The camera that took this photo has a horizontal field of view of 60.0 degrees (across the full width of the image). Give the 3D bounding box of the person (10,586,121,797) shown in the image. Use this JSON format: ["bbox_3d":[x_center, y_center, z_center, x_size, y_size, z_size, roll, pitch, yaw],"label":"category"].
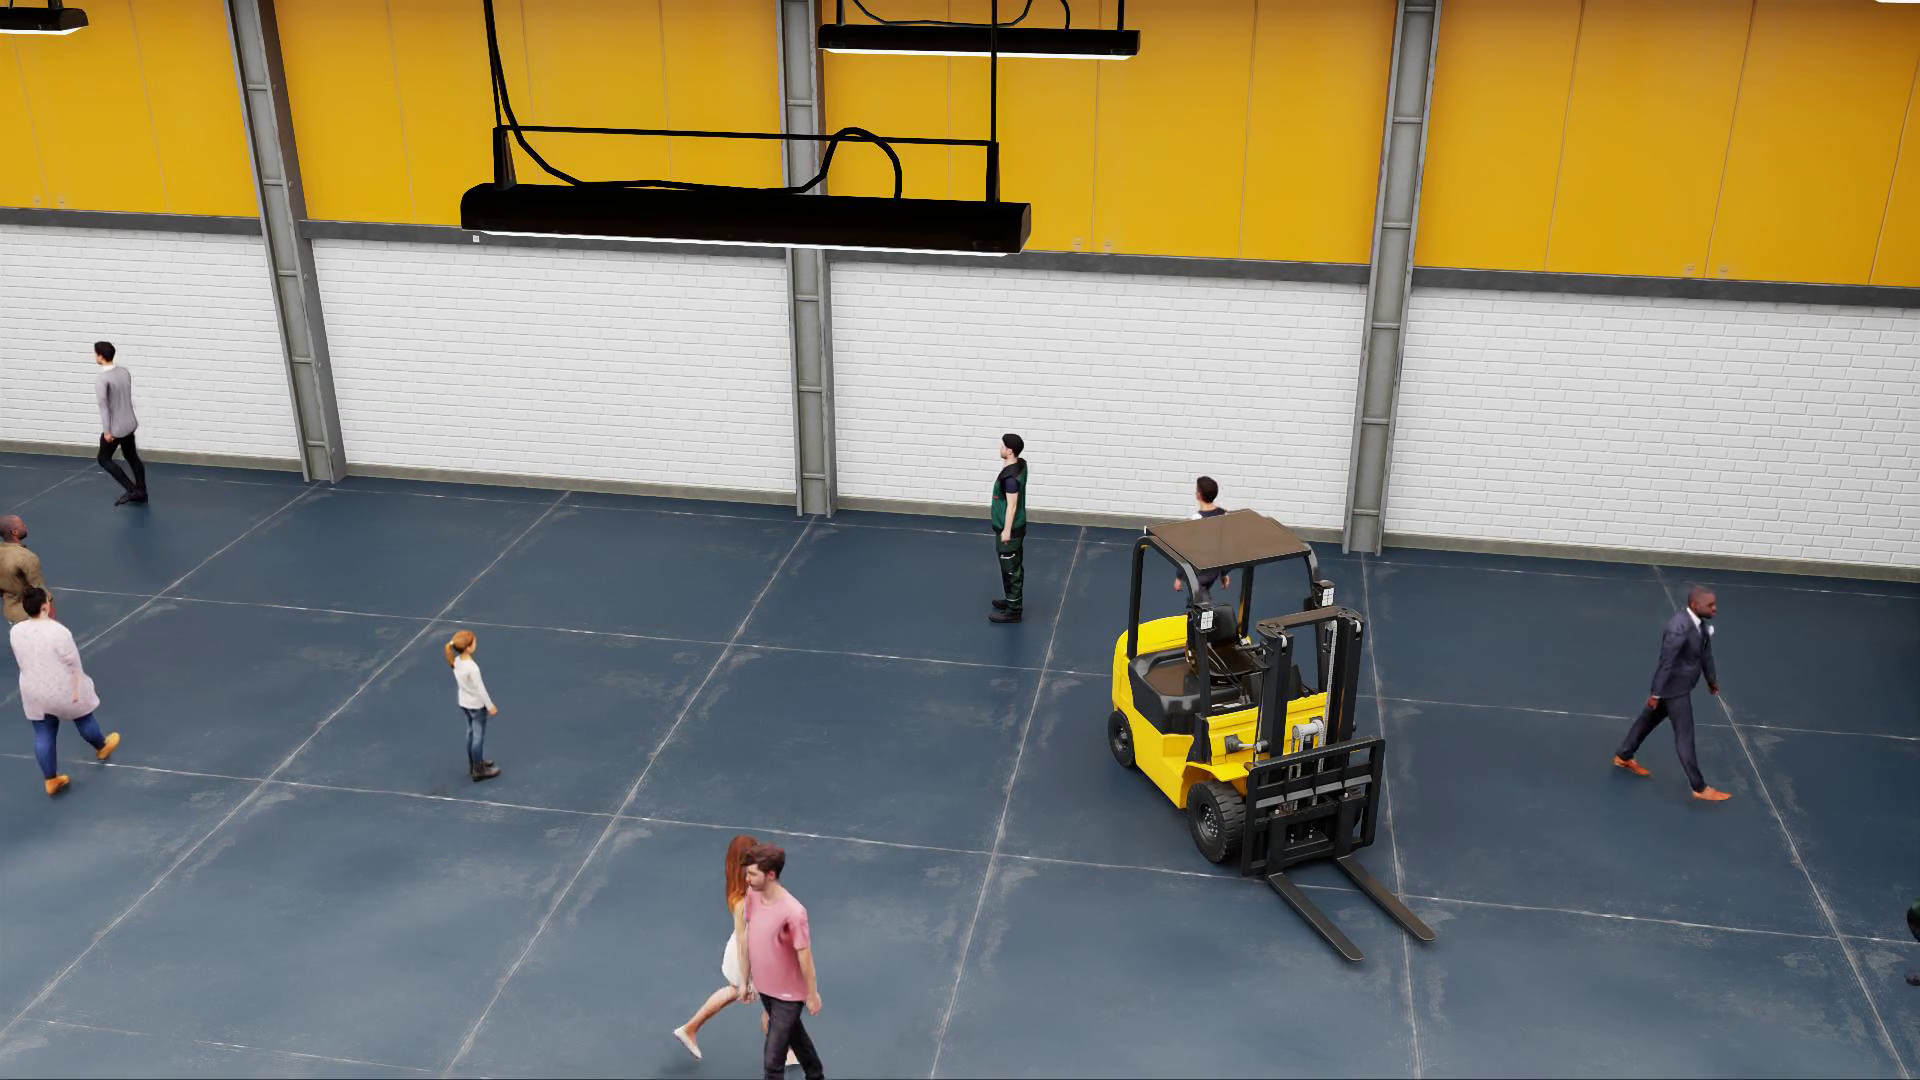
[{"bbox_3d":[-7.220,1.209,13.129,0.987,1.709,0.805,2,24,4],"label":"person"}]

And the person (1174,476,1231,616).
[{"bbox_3d":[2.232,0.370,14.909,1.209,1.821,1.260,-15,28,-30],"label":"person"}]

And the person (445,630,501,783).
[{"bbox_3d":[-3.928,1.336,13.335,0.654,1.313,0.592,-20,31,-38],"label":"person"}]

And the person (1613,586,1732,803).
[{"bbox_3d":[5.572,1.149,13.180,1.289,1.780,1.057,17,29,34],"label":"person"}]

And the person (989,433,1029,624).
[{"bbox_3d":[0.491,-0.135,15.965,0.564,1.901,0.665,3,24,7],"label":"person"}]

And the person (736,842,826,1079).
[{"bbox_3d":[-0.967,2.578,9.729,1.130,1.925,1.090,20,31,38],"label":"person"}]

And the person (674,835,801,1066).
[{"bbox_3d":[-1.368,2.528,10.138,1.132,1.689,0.775,-3,24,-6],"label":"person"}]

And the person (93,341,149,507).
[{"bbox_3d":[-9.314,-1.280,18.573,0.649,1.910,0.759,3,24,6],"label":"person"}]

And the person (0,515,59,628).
[{"bbox_3d":[-8.008,0.637,14.294,0.600,1.825,0.837,10,26,22],"label":"person"}]
